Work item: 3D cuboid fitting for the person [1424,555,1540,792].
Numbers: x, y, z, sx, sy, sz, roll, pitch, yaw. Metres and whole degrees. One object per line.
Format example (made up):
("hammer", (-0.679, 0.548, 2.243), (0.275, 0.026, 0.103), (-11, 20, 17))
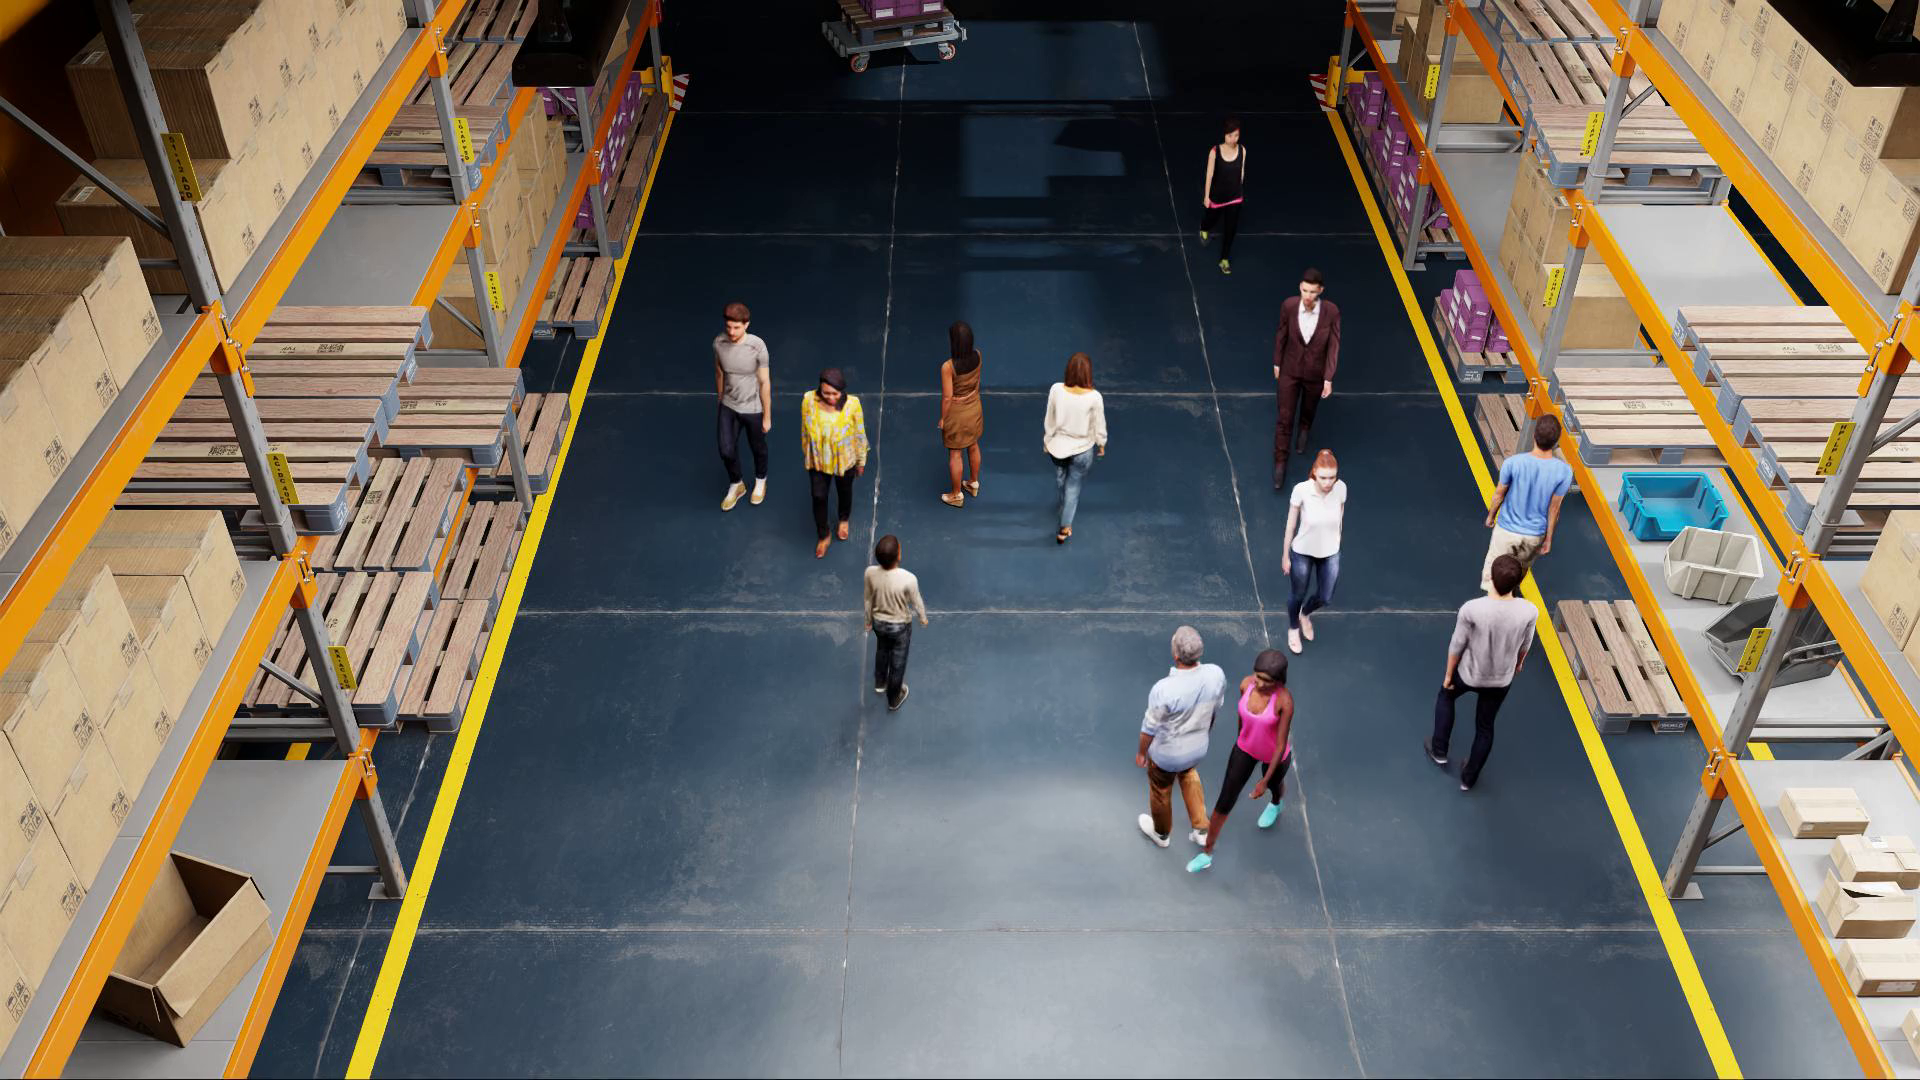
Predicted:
("person", (3.396, 0.921, 10.738), (0.732, 1.827, 0.724), (6, 39, 7))

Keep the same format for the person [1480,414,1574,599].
("person", (4.001, -0.003, 11.900), (0.778, 1.820, 1.237), (7, 39, 9))

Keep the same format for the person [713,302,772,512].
("person", (-1.686, -1.126, 13.264), (0.759, 1.874, 0.791), (10, 40, 12))

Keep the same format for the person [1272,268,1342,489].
("person", (2.847, -1.422, 13.680), (0.848, 1.817, 1.240), (9, 39, 11))

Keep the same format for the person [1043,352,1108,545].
("person", (0.832, -0.668, 12.858), (0.772, 1.665, 0.821), (14, 41, 17))

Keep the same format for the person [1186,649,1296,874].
("person", (1.939, 1.308, 10.387), (1.011, 1.661, 1.193), (26, 45, 28))

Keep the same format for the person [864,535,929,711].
("person", (-0.492, 0.613, 11.423), (0.636, 1.454, 0.660), (14, 41, 17))

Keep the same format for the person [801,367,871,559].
("person", (-0.964, -0.686, 12.904), (0.703, 1.636, 0.769), (1, 39, 1))

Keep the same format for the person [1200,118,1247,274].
("person", (2.598, -3.455, 16.453), (0.634, 1.533, 0.957), (-6, 39, -8))

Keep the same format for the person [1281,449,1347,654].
("person", (2.509, 0.041, 11.923), (0.601, 1.725, 0.616), (-3, 39, -4))

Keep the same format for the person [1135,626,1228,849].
("person", (1.388, 1.296, 10.278), (0.865, 1.817, 0.928), (-18, 42, -21))

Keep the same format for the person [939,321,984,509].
("person", (0.012, -1.007, 13.262), (0.695, 1.690, 0.629), (30, 48, 32))
